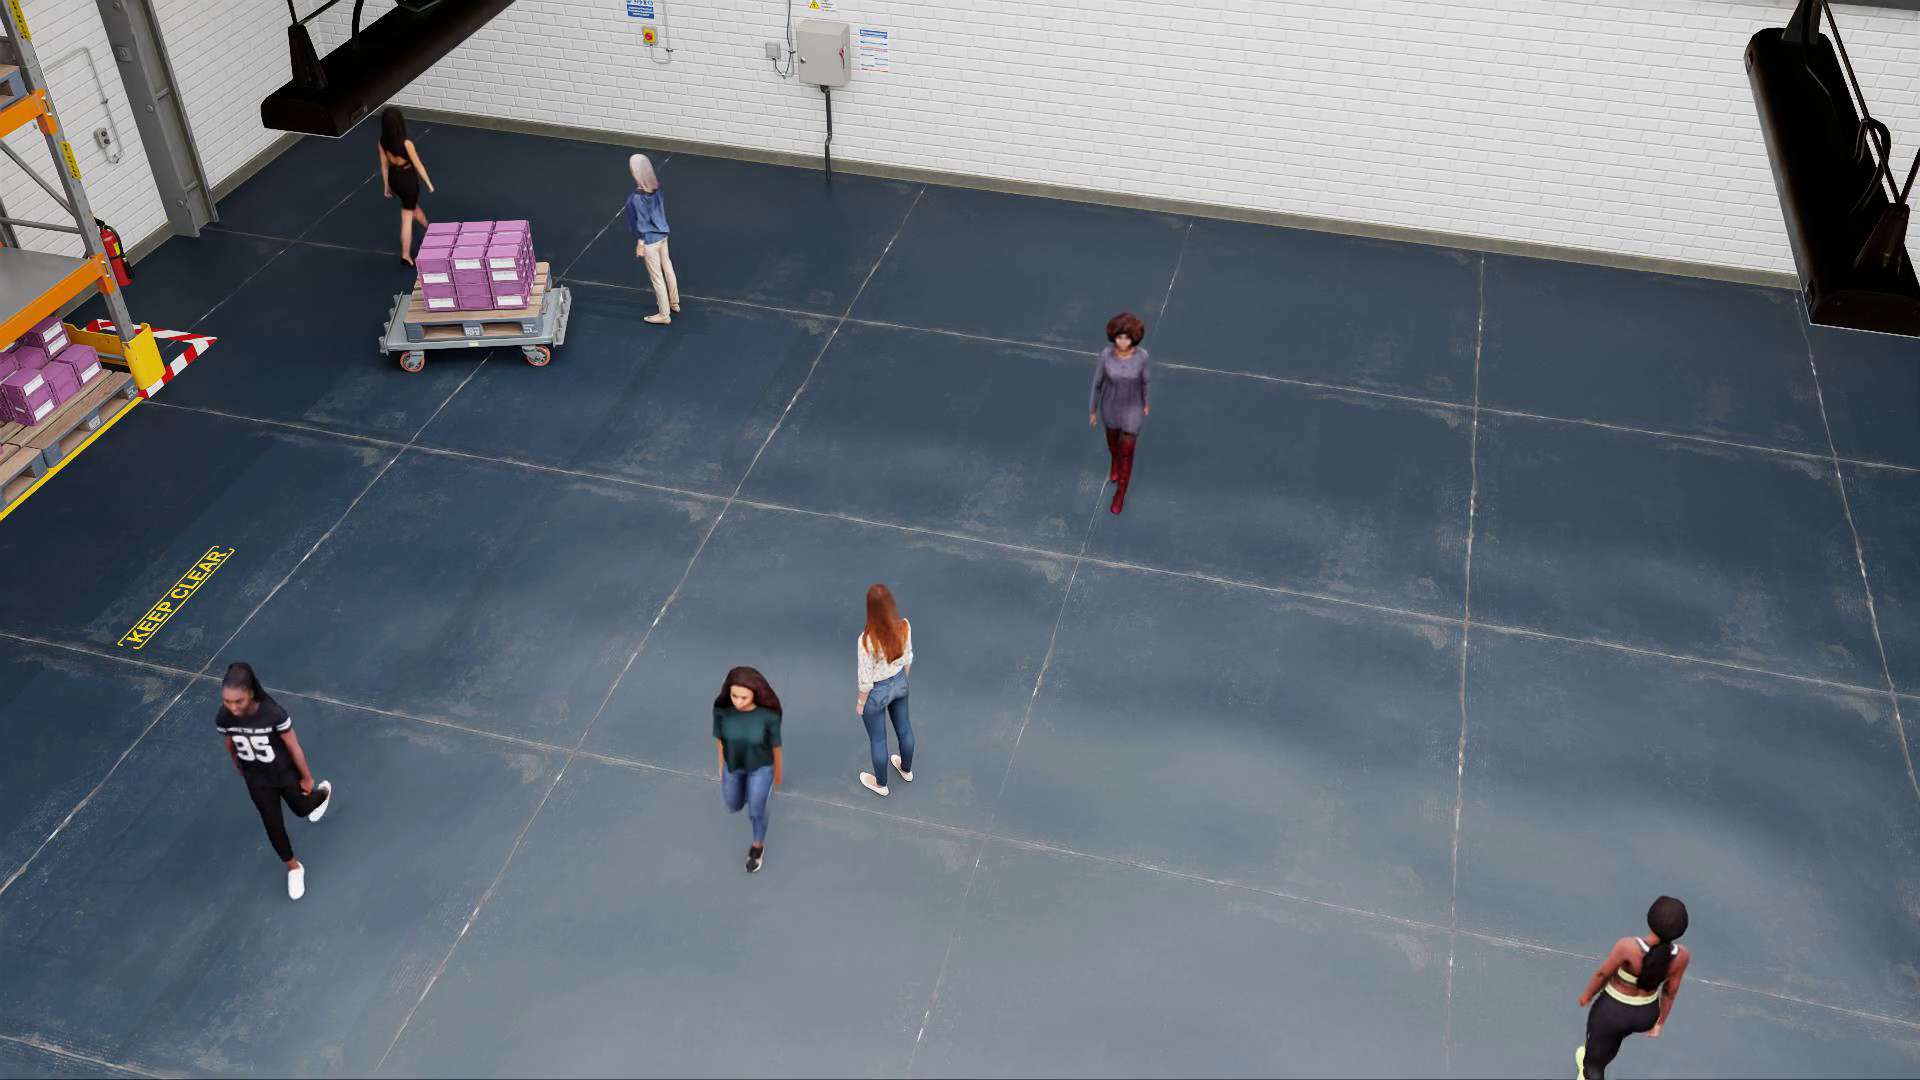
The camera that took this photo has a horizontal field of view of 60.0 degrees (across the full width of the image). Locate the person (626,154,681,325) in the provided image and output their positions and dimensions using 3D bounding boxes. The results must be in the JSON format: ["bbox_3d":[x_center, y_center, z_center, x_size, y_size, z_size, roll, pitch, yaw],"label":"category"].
[{"bbox_3d":[-2.877,-2.830,15.590,0.666,1.698,0.489,10,40,13],"label":"person"}]

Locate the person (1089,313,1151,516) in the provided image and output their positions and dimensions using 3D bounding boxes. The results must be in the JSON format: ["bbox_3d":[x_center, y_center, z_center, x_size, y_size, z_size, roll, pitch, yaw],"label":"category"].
[{"bbox_3d":[1.309,-1.108,13.452,0.657,1.675,1.067,7,39,8],"label":"person"}]

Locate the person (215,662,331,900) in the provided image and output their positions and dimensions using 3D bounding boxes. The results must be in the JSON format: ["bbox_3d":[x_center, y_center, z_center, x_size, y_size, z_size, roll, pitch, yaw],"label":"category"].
[{"bbox_3d":[-4.218,1.390,10.297,0.845,1.709,1.093,-1,39,-1],"label":"person"}]

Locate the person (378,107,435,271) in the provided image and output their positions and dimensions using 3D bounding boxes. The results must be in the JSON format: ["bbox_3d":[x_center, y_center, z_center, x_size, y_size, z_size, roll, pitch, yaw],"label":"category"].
[{"bbox_3d":[-5.511,-3.415,16.392,0.646,1.610,1.028,13,40,15],"label":"person"}]

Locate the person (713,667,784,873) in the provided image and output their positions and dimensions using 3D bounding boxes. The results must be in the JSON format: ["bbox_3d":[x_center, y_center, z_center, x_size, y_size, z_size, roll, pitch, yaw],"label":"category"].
[{"bbox_3d":[-1.303,1.358,10.418,0.632,1.608,0.788,6,39,7],"label":"person"}]

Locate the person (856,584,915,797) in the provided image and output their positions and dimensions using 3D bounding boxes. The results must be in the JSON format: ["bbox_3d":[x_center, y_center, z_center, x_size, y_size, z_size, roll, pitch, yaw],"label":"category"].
[{"bbox_3d":[-0.483,0.966,10.811,0.626,1.729,0.717,-26,45,-29],"label":"person"}]

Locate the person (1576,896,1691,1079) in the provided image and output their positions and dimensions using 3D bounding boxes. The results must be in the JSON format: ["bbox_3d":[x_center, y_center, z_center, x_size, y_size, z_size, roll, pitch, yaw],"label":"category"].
[{"bbox_3d":[3.518,2.580,8.790,0.695,1.730,1.105,3,39,3],"label":"person"}]
